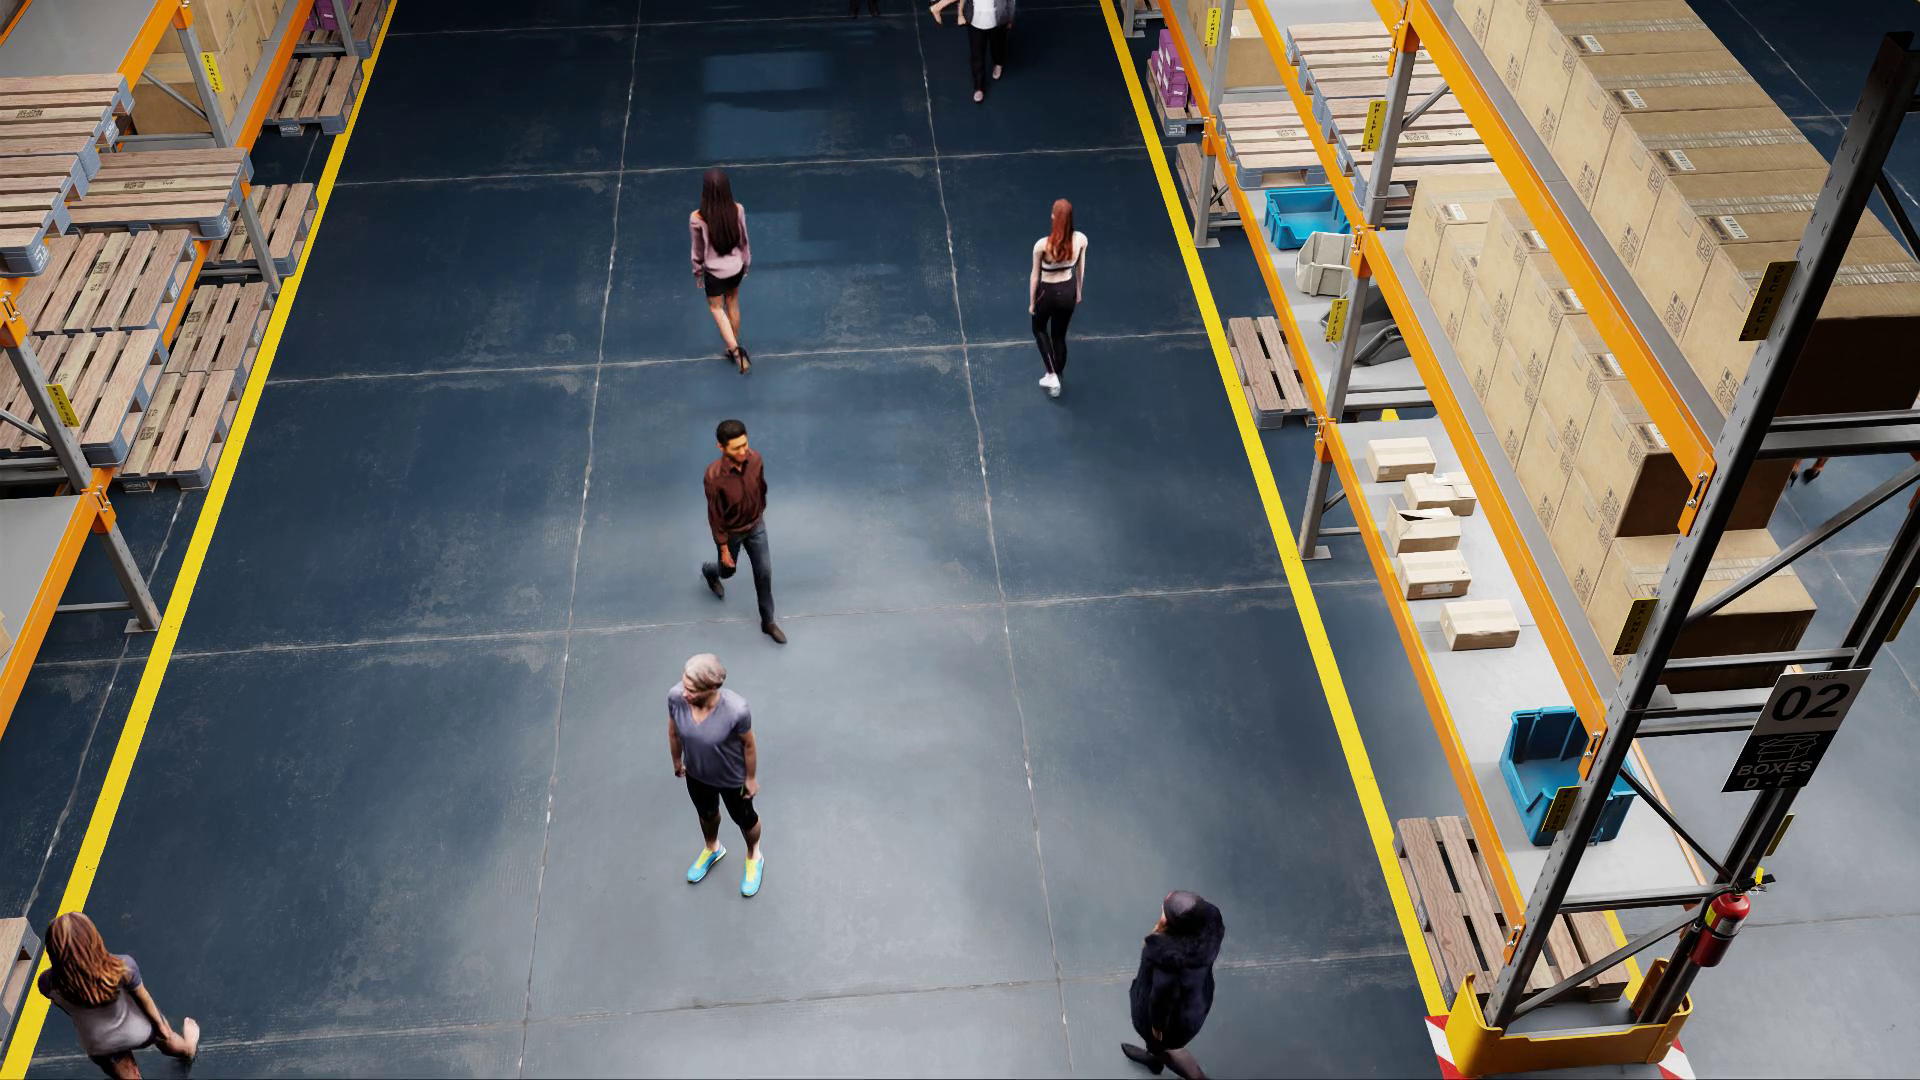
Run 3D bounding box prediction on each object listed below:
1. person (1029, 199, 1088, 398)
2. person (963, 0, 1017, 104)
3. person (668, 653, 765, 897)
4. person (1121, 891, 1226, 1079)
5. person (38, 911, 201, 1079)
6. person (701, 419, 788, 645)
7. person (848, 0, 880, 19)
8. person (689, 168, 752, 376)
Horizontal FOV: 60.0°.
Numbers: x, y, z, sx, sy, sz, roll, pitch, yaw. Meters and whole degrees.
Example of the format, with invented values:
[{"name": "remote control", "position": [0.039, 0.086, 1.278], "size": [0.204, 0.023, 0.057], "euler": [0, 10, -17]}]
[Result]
[{"name": "person", "position": [0.759, -1.784, 12.711], "size": [0.642, 1.733, 0.662], "euler": [-10, 45, -11]}, {"name": "person", "position": [0.297, -5.187, 16.398], "size": [0.834, 1.574, 1.097], "euler": [6, 44, 6]}, {"name": "person", "position": [-1.362, 1.299, 9.366], "size": [0.744, 1.883, 0.704], "euler": [12, 45, 12]}, {"name": "person", "position": [1.151, 2.341, 8.432], "size": [1.002, 1.662, 0.971], "euler": [24, 49, 23]}, {"name": "person", "position": [-4.165, 2.506, 8.235], "size": [0.774, 1.695, 1.041], "euler": [-14, 45, -14]}, {"name": "person", "position": [-1.512, -0.105, 10.932], "size": [1.015, 1.755, 1.180], "euler": [-29, 51, -27]}, {"name": "person", "position": [-1.043, -6.370, 17.556], "size": [0.600, 1.688, 0.554], "euler": [-6, 44, -7]}, {"name": "person", "position": [-1.804, -2.029, 12.920], "size": [0.803, 1.798, 0.960], "euler": [-17, 46, -17]}]
